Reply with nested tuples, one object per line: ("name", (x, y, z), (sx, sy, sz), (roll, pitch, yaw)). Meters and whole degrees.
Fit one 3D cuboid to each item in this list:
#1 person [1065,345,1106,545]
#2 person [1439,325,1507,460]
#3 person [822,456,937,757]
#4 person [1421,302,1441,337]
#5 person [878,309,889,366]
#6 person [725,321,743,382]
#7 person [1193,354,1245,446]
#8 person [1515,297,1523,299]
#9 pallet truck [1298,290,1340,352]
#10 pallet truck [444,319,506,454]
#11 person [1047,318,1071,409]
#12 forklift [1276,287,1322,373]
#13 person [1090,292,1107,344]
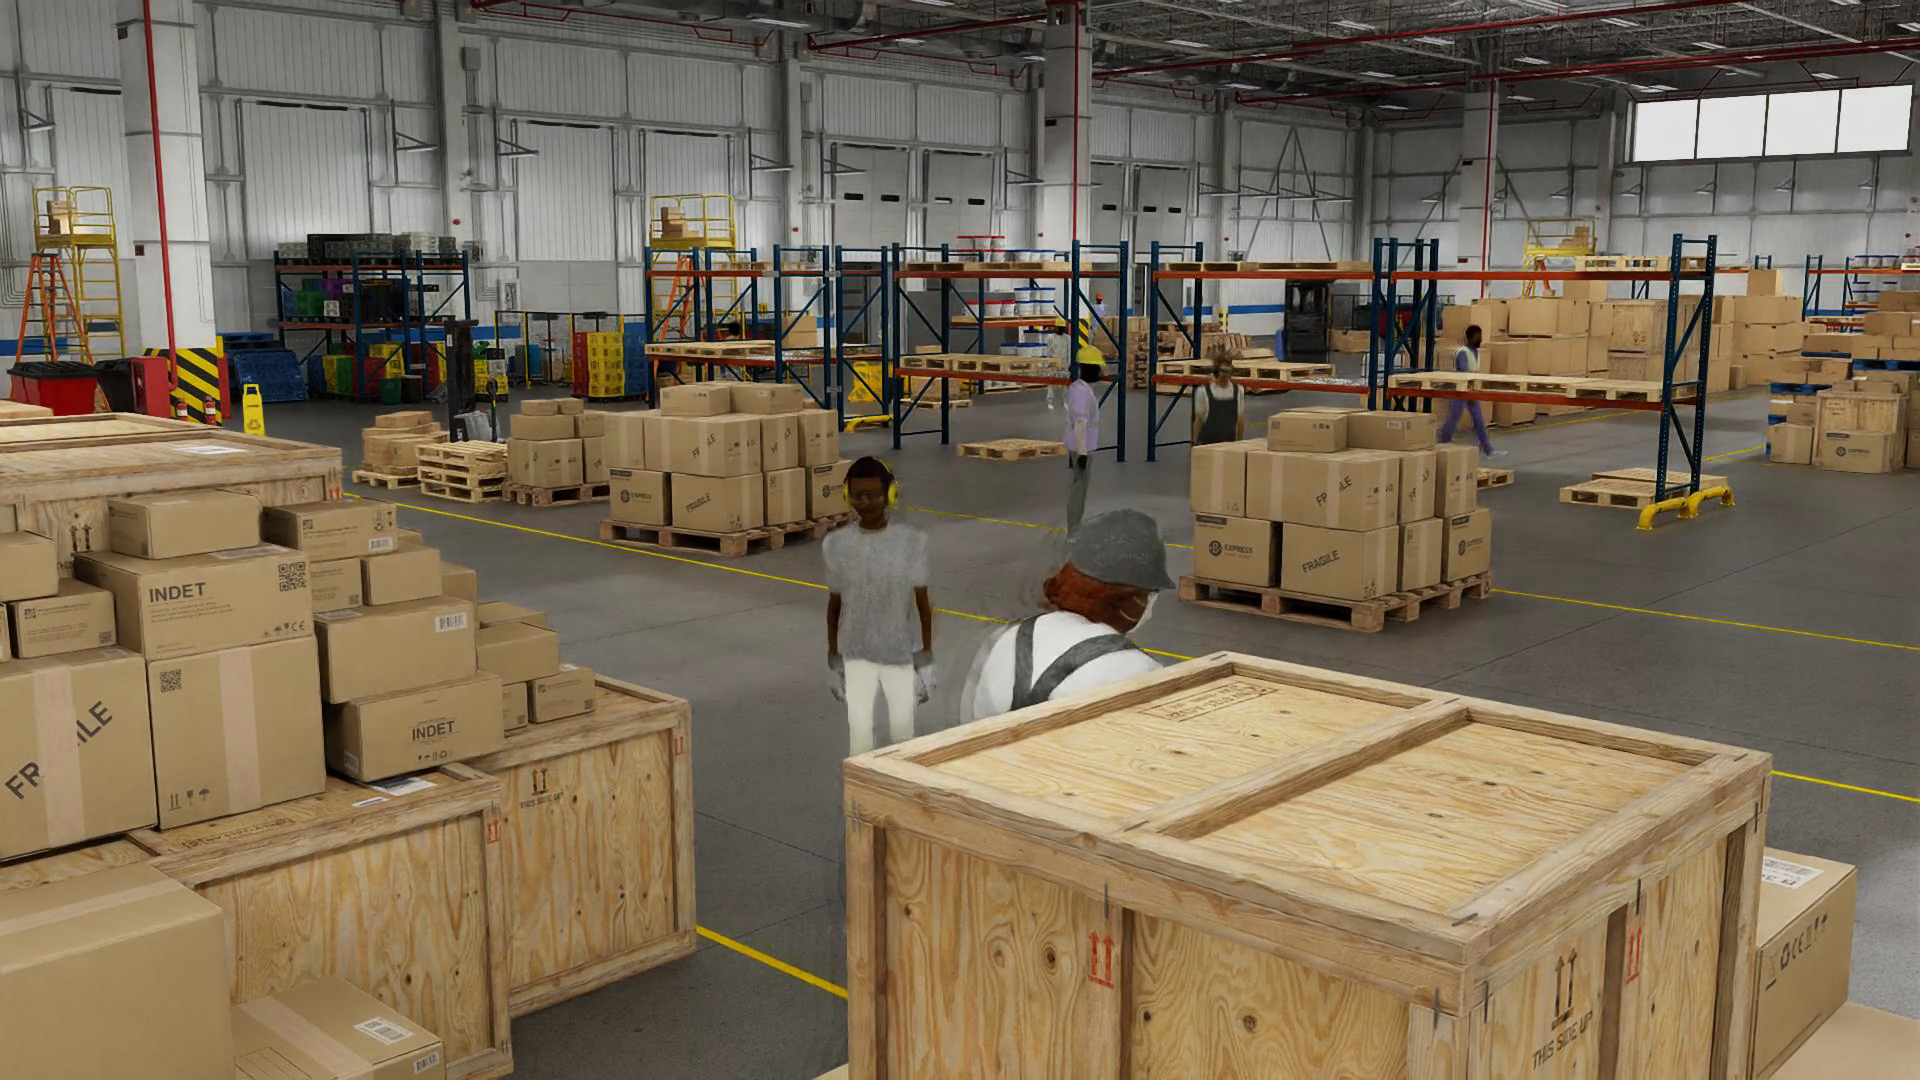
("person", (1.209, -0.915, 16.073), (0.382, 1.924, 0.593), (1, 9, 7))
("person", (7.100, -2.026, 23.064), (1.006, 1.871, 0.610), (8, 12, 41))
("person", (-0.358, 0.522, 7.513), (0.517, 1.846, 0.844), (0, 9, -1))
("person", (14.909, -6.873, 52.731), (0.635, 1.897, 0.940), (2, 9, 11))
("person", (-2.022, -5.352, 44.188), (0.312, 1.633, 0.520), (1, 9, 5))
("person", (-4.202, -3.234, 30.986), (0.318, 1.697, 0.540), (-6, 11, -35))
("person", (2.609, -0.997, 16.921), (0.541, 1.821, 0.595), (-2, 9, -12))
("person", (14.388, -5.305, 42.954), (0.545, 1.939, 0.354), (5, 11, 30))
("pallet truck", (11.297, -6.951, 52.861), (1.885, 1.965, 0.823), (-5, 11, -29))
("pallet truck", (-6.981, -1.942, 22.150), (1.885, 1.965, 0.823), (1, 9, 9))
("person", (1.884, -3.335, 31.509), (0.485, 1.736, 0.345), (-2, 9, -11))
("forklift", (8.764, -5.695, 42.464), (1.129, 2.768, 1.873), (0, 9, 0))
("person", (4.304, -6.707, 51.583), (0.544, 1.930, 0.388), (0, 9, 0))
